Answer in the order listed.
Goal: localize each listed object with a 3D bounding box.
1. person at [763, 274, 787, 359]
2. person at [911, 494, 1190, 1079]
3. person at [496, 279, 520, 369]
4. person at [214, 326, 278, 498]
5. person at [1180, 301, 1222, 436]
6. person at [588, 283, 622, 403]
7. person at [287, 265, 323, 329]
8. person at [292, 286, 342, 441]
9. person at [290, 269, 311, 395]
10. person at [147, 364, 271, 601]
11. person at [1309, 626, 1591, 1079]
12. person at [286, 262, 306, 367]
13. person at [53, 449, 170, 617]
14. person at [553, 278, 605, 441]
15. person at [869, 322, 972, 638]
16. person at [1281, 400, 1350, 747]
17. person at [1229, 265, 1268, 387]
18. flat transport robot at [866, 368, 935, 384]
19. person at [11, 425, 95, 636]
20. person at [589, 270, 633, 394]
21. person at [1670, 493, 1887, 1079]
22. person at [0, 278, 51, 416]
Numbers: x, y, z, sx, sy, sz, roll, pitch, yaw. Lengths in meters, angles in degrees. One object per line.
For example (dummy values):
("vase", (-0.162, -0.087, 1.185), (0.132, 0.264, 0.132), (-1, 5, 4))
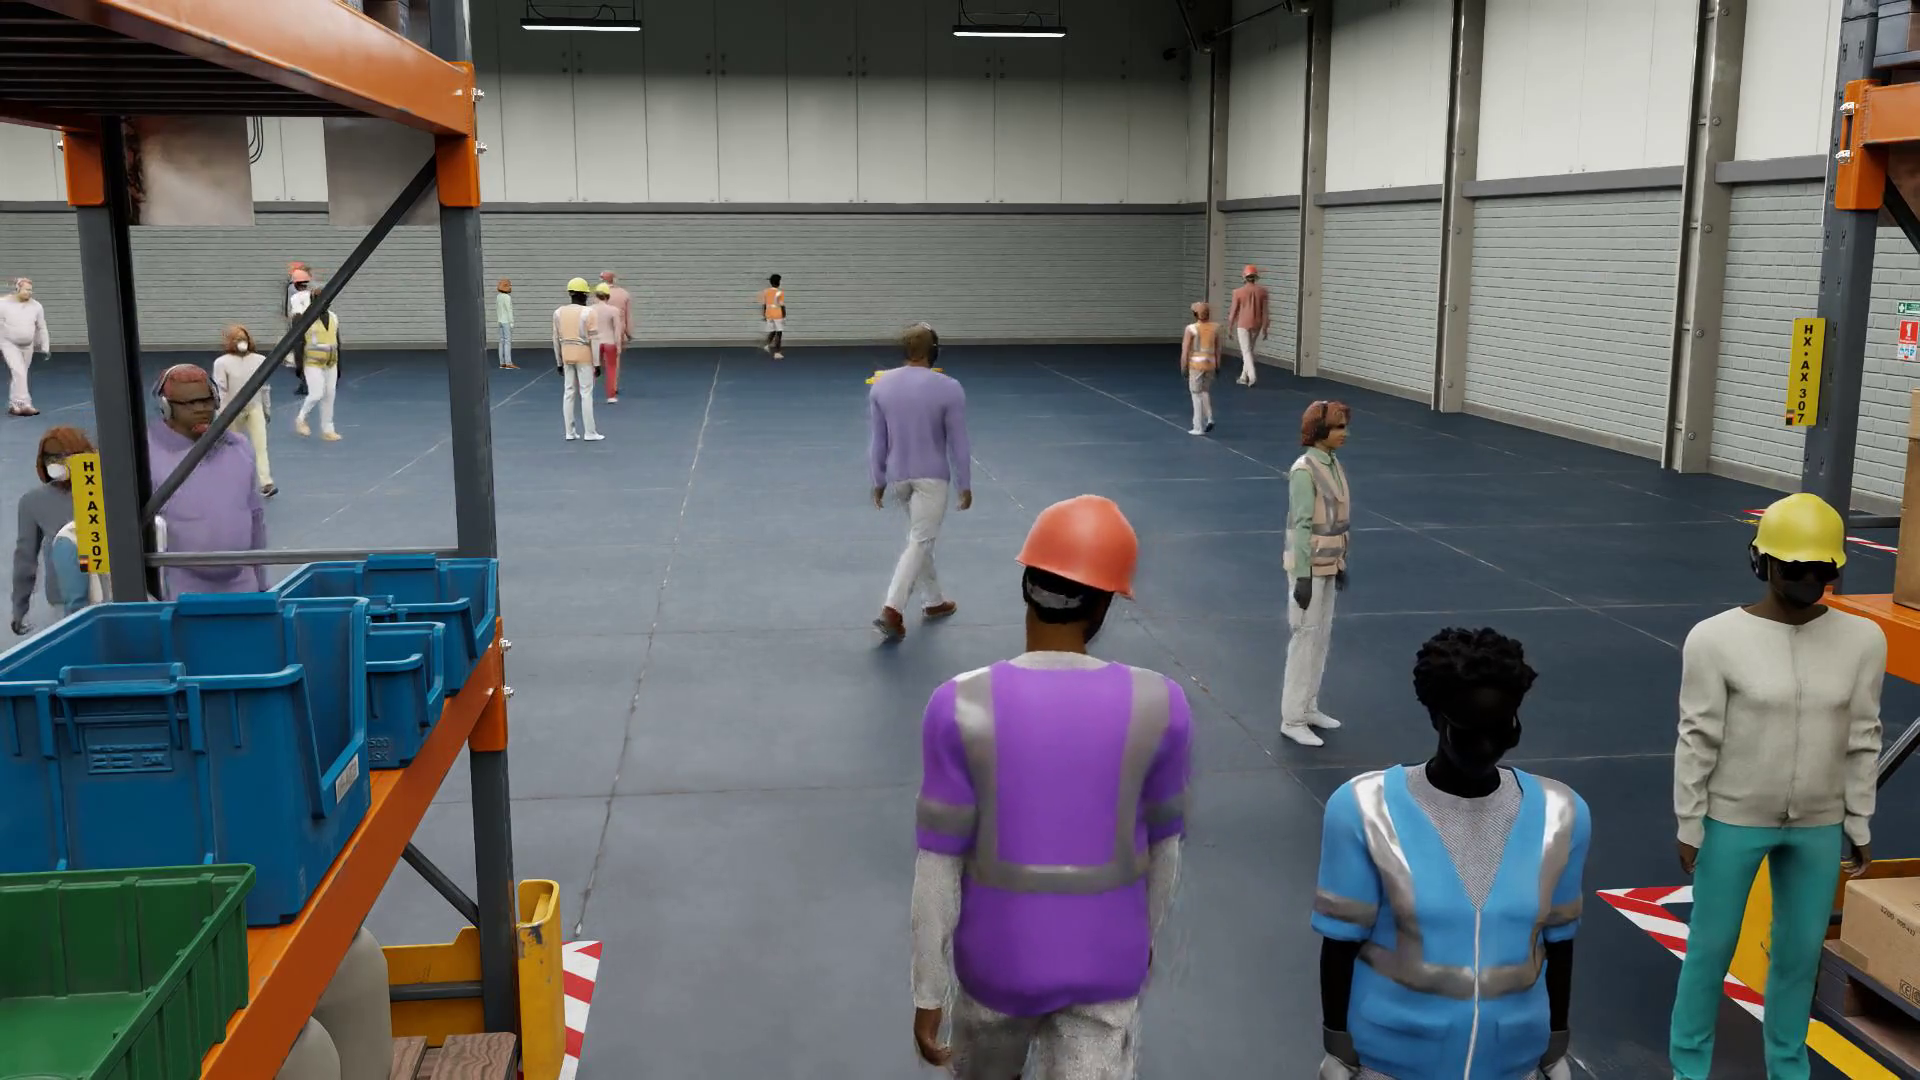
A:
("person", (-3.631, -4.397, 32.752), (0.545, 1.680, 0.375), (7, 12, 34))
("person", (0.183, 0.839, 3.494), (0.560, 1.879, 0.940), (0, 10, 1))
("person", (-8.308, -3.954, 30.464), (0.279, 1.633, 0.506), (-9, 14, -41))
("person", (-6.620, -1.179, 15.393), (0.520, 1.584, 0.867), (-8, 13, -38))
("person", (2.910, -2.076, 20.171), (0.545, 1.622, 0.378), (-5, 12, -26))
("person", (-5.145, -2.816, 23.919), (0.533, 1.753, 0.573), (2, 10, 9))
("person", (-11.618, -3.916, 29.545), (0.647, 1.889, 0.989), (-1, 10, -8))
("person", (-7.570, -2.072, 19.610), (0.483, 1.829, 0.653), (5, 12, 27))
("person", (-9.878, -3.152, 25.301), (0.690, 1.917, 0.554), (5, 12, 27))
("person", (-3.230, 0.189, 7.088), (0.536, 1.891, 0.662), (6, 12, 29))
("person", (0.933, 0.987, 3.208), (0.532, 1.696, 0.318), (0, 10, -2))
("person", (-12.271, -4.171, 30.783), (0.554, 1.947, 0.643), (-3, 11, -17))
("person", (-3.138, 0.463, 6.281), (0.374, 1.627, 0.519), (5, 11, 25))
("person", (-4.505, -2.125, 19.641), (0.590, 1.923, 0.383), (4, 11, 19))
("person", (-0.265, -0.373, 10.122), (0.645, 1.902, 0.991), (6, 12, 29))
("person", (1.698, 0.151, 7.966), (0.312, 1.633, 0.559), (6, 12, 28))
("person", (4.672, -3.452, 26.833), (0.624, 1.962, 0.963), (-2, 11, -13))
("flat transport robot", (-0.870, -2.699, 27.325), (0.652, 0.197, 1.431), (6, 12, 31))
("person", (-3.924, 0.274, 7.414), (0.520, 1.582, 0.875), (0, 10, 2))
("person", (-5.450, -3.206, 25.659), (0.681, 1.880, 0.757), (-8, 13, -36))
("person", (2.148, 0.741, 4.392), (0.518, 1.757, 0.337), (0, 10, 2))
("person", (-12.643, -2.588, 22.399), (0.871, 1.842, 0.654), (6, 12, 30))
